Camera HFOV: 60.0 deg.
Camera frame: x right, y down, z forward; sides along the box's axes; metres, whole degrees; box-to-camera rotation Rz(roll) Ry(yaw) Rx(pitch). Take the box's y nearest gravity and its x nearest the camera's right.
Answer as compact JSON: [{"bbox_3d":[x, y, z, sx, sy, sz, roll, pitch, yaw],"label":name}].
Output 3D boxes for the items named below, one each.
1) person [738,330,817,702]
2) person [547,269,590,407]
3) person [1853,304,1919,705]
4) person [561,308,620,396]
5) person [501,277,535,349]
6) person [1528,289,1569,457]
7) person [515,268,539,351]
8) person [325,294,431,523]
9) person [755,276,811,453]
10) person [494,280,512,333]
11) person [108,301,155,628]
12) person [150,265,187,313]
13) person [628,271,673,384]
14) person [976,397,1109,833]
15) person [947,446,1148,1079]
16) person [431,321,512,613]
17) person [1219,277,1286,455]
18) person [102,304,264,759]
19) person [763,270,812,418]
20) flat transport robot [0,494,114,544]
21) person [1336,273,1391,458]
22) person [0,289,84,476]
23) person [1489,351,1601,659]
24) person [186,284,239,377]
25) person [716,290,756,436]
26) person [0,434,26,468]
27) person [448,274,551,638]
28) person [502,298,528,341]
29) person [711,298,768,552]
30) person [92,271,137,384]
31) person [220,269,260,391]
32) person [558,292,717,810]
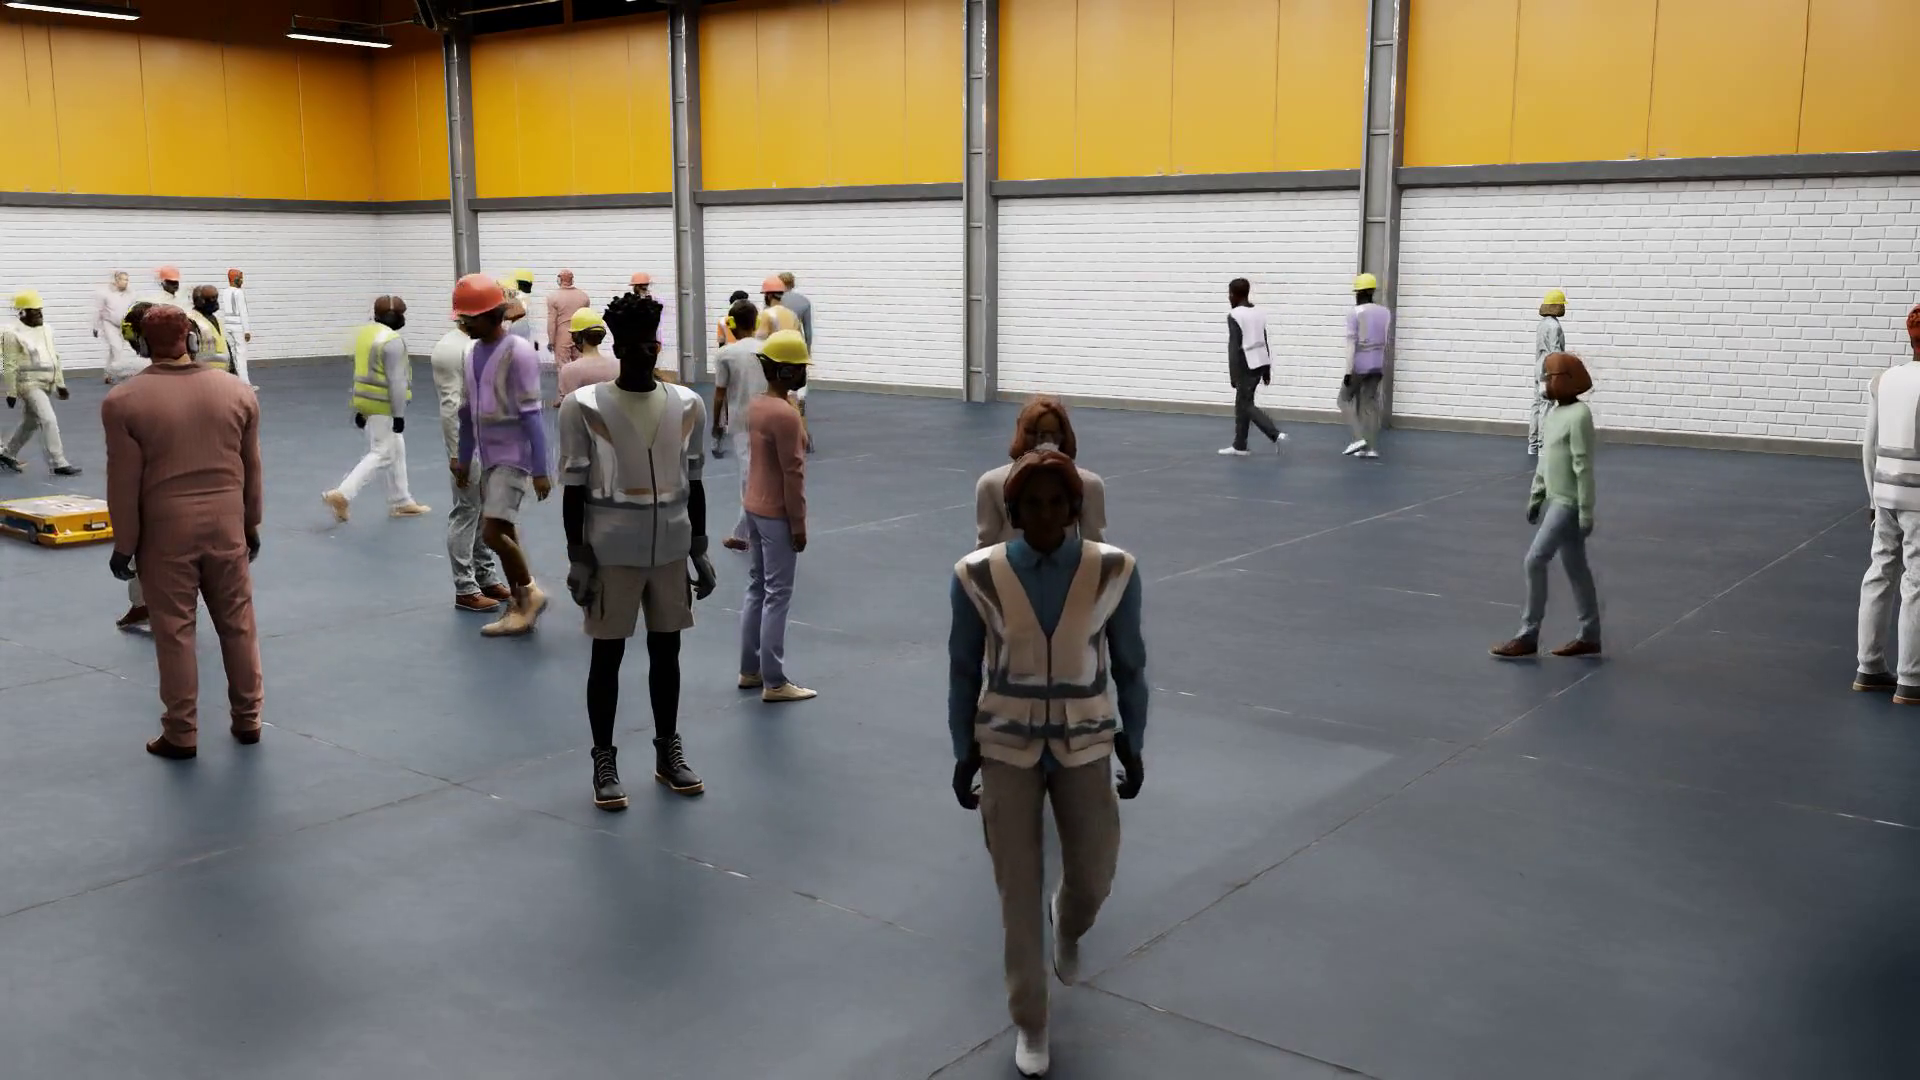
[{"bbox_3d":[-0.855,-0.117,7.923,0.362,1.757,0.522,-5,11,-26],"label":"person"},{"bbox_3d":[-5.416,-2.775,22.953,0.640,1.909,0.409,-8,13,-40],"label":"person"},{"bbox_3d":[4.504,-0.168,7.842,0.356,1.883,0.573,-2,10,-12],"label":"person"},{"bbox_3d":[-2.381,-0.613,10.772,0.327,1.767,0.533,7,12,33],"label":"person"},{"bbox_3d":[-6.046,-2.634,22.409,0.602,1.809,0.700,-5,11,-28],"label":"person"},{"bbox_3d":[6.170,-1.738,17.389,0.296,1.744,0.484,0,10,-2],"label":"person"},{"bbox_3d":[-6.170,-2.893,23.617,0.413,1.910,0.601,-5,11,-29],"label":"person"},{"bbox_3d":[-4.637,-1.034,13.134,0.827,1.808,0.639,-8,13,-39],"label":"person"},{"bbox_3d":[-1.990,-1.876,17.842,1.043,1.875,0.549,5,11,28],"label":"person"},{"bbox_3d":[-5.838,-2.393,21.032,0.943,1.805,0.619,4,11,24],"label":"person"},{"bbox_3d":[-4.554,-0.402,9.303,0.589,1.843,0.532,7,12,34],"label":"person"},{"bbox_3d":[-9.592,-2.381,20.475,0.850,1.962,0.665,3,10,17],"label":"person"},{"bbox_3d":[-4.072,-2.602,21.987,0.888,1.905,0.568,4,11,23],"label":"person"},{"bbox_3d":[0.308,0.232,6.387,0.506,1.587,0.873,-1,10,-6],"label":"person"},{"bbox_3d":[0.226,0.550,4.393,0.528,1.622,0.496,0,10,0],"label":"person"},{"bbox_3d":[-2.870,-0.550,9.903,0.372,1.940,0.629,2,10,12],"label":"person"},{"bbox_3d":[3.065,-1.781,17.262,0.787,1.881,0.640,8,13,39],"label":"person"},{"bbox_3d":[-3.262,-0.035,7.014,0.403,1.904,0.637,9,13,43],"label":"person"},{"bbox_3d":[-2.187,-2.493,21.307,0.639,1.913,0.863,-3,10,-19],"label":"person"},{"bbox_3d":[-6.792,-0.170,12.542,1.431,0.197,0.652,8,13,39],"label":"flat transport robot"},{"bbox_3d":[4.178,-1.794,17.227,0.606,1.909,0.443,-5,11,-28],"label":"person"},{"bbox_3d":[-8.876,-1.493,15.845,0.925,1.793,0.580,1,10,4],"label":"person"},{"bbox_3d":[3.045,-0.168,8.626,0.722,1.600,0.520,1,10,7],"label":"person"},{"bbox_3d":[-7.265,-1.577,16.215,0.622,1.818,0.648,0,10,-2],"label":"person"},{"bbox_3d":[-2.554,-2.048,19.319,0.540,1.697,0.317,3,10,15],"label":"person"},{"bbox_3d":[-9.717,-1.641,16.186,0.875,1.966,0.630,-2,10,-14],"label":"person"},{"bbox_3d":[-2.480,-0.424,8.982,0.749,2.001,0.535,9,13,42],"label":"person"},{"bbox_3d":[-5.079,-1.912,18.777,0.660,1.608,0.538,-1,10,-6],"label":"person"},{"bbox_3d":[-1.429,-0.752,11.470,0.532,1.817,0.993,-7,12,-37],"label":"person"},{"bbox_3d":[-13.619,-3.423,26.943,1.001,1.831,0.653,5,11,26],"label":"person"},{"bbox_3d":[-11.160,-3.238,25.706,0.574,1.886,0.356,7,12,35],"label":"person"},{"bbox_3d":[-1.233,0.037,6.404,0.603,1.967,0.367,-6,12,-32],"label":"person"}]
